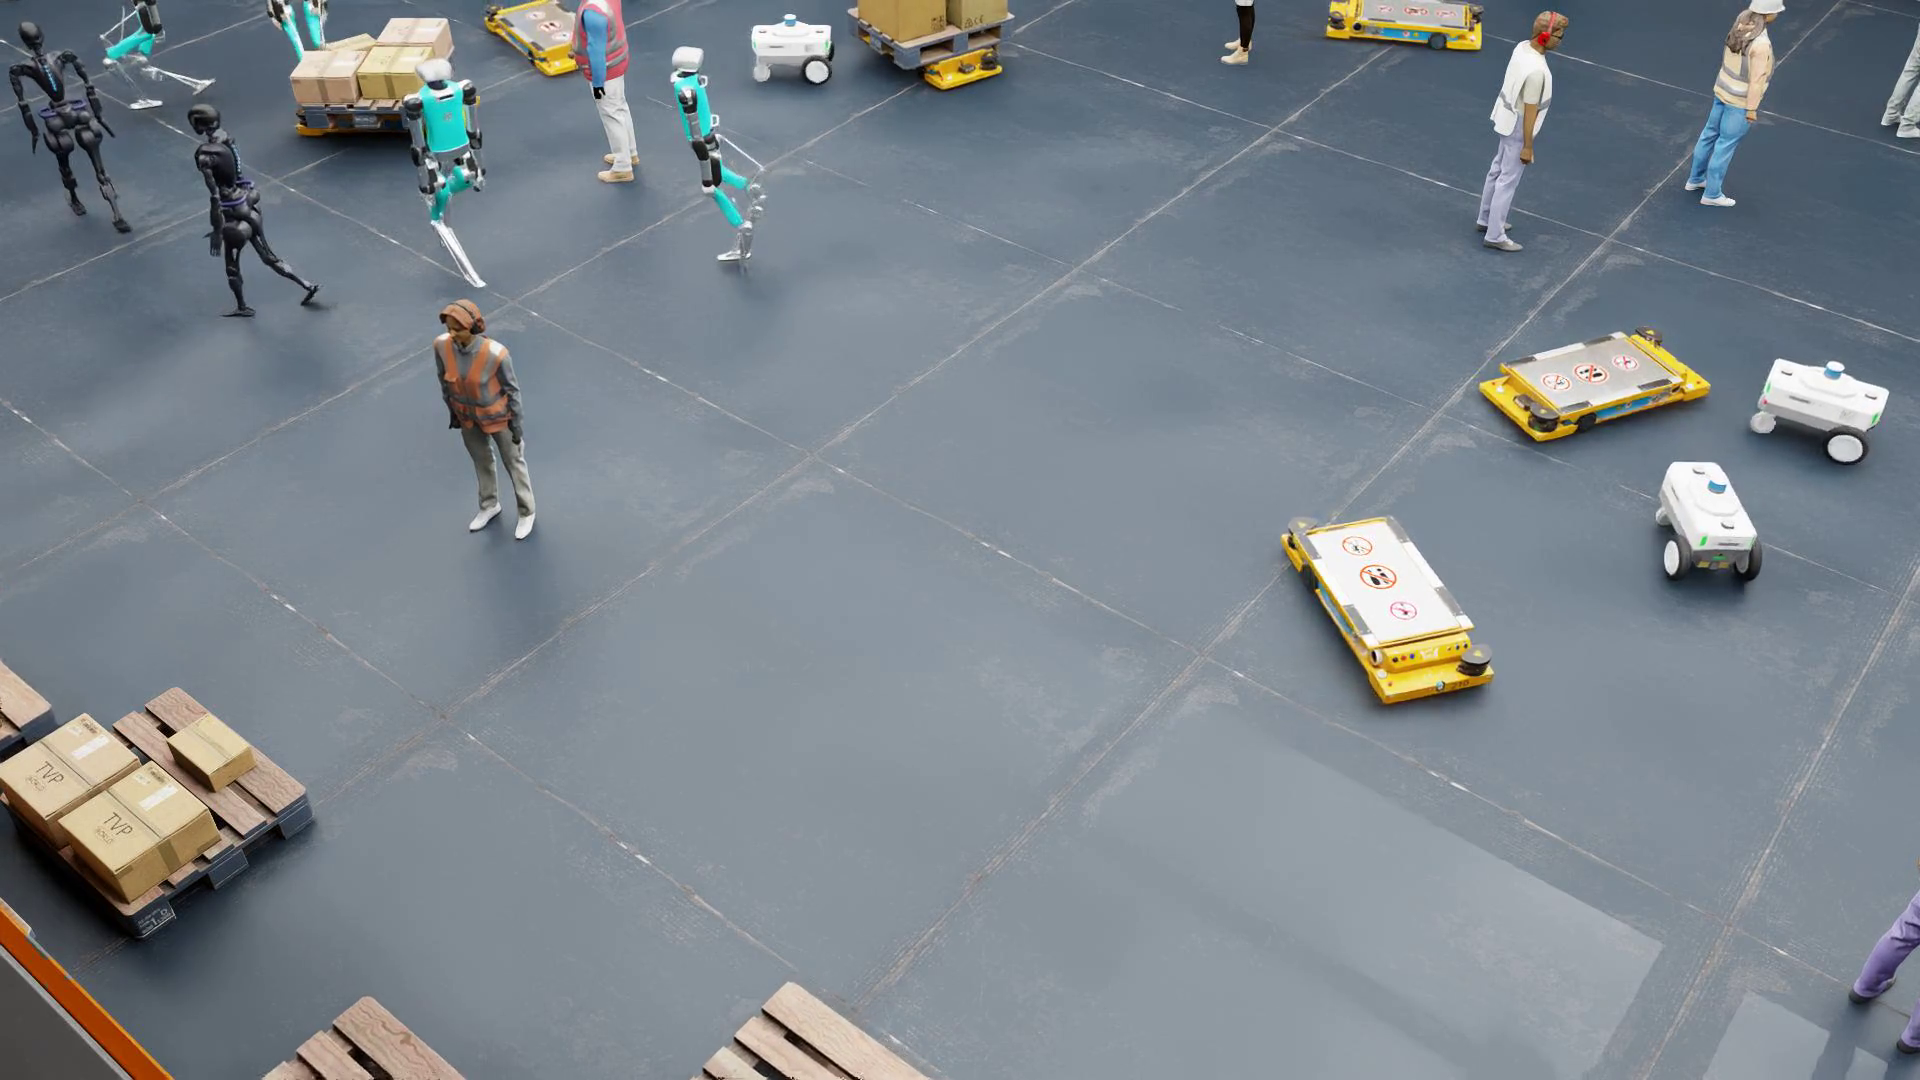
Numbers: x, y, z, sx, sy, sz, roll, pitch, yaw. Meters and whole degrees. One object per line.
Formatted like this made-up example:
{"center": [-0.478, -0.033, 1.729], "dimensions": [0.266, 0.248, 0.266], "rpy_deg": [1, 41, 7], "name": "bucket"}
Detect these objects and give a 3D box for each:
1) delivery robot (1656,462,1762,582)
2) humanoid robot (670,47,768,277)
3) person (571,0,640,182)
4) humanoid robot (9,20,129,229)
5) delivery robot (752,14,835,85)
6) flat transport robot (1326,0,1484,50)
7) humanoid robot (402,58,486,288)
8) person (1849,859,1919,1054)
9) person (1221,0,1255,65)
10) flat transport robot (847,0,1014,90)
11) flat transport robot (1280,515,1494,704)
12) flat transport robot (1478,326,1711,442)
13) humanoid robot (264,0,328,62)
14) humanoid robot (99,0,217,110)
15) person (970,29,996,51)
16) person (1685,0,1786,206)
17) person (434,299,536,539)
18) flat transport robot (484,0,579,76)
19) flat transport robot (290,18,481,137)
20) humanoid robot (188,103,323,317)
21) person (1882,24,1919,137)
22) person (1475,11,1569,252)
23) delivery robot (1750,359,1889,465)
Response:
{"center": [4.490, -0.128, 9.995], "dimensions": [0.505, 0.578, 0.749], "rpy_deg": [0, 40, 0], "name": "delivery robot"}
{"center": [-1.676, -2.706, 12.219], "dimensions": [0.725, 1.897, 0.539], "rpy_deg": [-5, 41, -5], "name": "humanoid robot"}
{"center": [-2.860, -3.774, 13.316], "dimensions": [0.431, 1.835, 0.628], "rpy_deg": [0, 40, 0], "name": "person"}
{"center": [-6.862, -3.194, 12.778], "dimensions": [0.593, 1.626, 0.751], "rpy_deg": [-25, 46, -26], "name": "humanoid robot"}
{"center": [-1.509, -4.468, 15.121], "dimensions": [0.808, 0.604, 0.499], "rpy_deg": [0, 40, 0], "name": "delivery robot"}
{"center": [4.257, -4.959, 15.912], "dimensions": [1.431, 0.231, 0.659], "rpy_deg": [9, 41, 10], "name": "flat transport robot"}
{"center": [-3.872, -2.791, 12.243], "dimensions": [0.547, 1.764, 0.945], "rpy_deg": [-28, 48, -29], "name": "humanoid robot"}
{"center": [4.315, 1.509, 7.098], "dimensions": [0.389, 1.836, 0.559], "rpy_deg": [-15, 43, -17], "name": "person"}
{"center": [2.585, -5.171, 15.065], "dimensions": [0.322, 1.691, 0.532], "rpy_deg": [9, 41, 11], "name": "person"}
{"center": [-0.284, -4.593, 15.482], "dimensions": [0.659, 0.231, 1.431], "rpy_deg": [-24, 46, -26], "name": "flat transport robot"}
{"center": [2.459, 0.346, 9.671], "dimensions": [0.659, 0.231, 1.431], "rpy_deg": [-10, 41, -12], "name": "flat transport robot"}
{"center": [4.333, -1.070, 11.337], "dimensions": [1.431, 0.231, 0.659], "rpy_deg": [-15, 43, -17], "name": "flat transport robot"}
{"center": [-5.590, -4.459, 14.221], "dimensions": [0.568, 1.808, 0.853], "rpy_deg": [-21, 45, -23], "name": "humanoid robot"}
{"center": [-7.047, -4.439, 14.169], "dimensions": [0.987, 1.739, 0.550], "rpy_deg": [-21, 45, -23], "name": "humanoid robot"}
{"center": [0.164, -5.237, 15.099], "dimensions": [0.344, 1.750, 0.529], "rpy_deg": [-22, 45, -24], "name": "person"}
{"center": [6.060, -3.464, 13.025], "dimensions": [0.366, 1.731, 0.488], "rpy_deg": [-6, 41, -7], "name": "person"}
{"center": [-2.806, -0.717, 9.860], "dimensions": [0.514, 1.641, 0.313], "rpy_deg": [12, 42, 14], "name": "person"}
{"center": [-3.895, -4.772, 15.691], "dimensions": [0.659, 0.231, 1.431], "rpy_deg": [-25, 46, -27], "name": "flat transport robot"}
{"center": [-4.974, -3.751, 14.491], "dimensions": [1.431, 0.231, 0.659], "rpy_deg": [0, 40, 0], "name": "flat transport robot"}
{"center": [-5.062, -2.308, 11.737], "dimensions": [0.740, 1.642, 0.600], "rpy_deg": [0, 40, 0], "name": "humanoid robot"}
{"center": [8.214, -4.206, 13.898], "dimensions": [0.321, 1.728, 0.488], "rpy_deg": [-10, 41, -12], "name": "person"}
{"center": [4.177, -3.067, 12.475], "dimensions": [0.390, 1.837, 0.562], "rpy_deg": [2, 40, 2], "name": "person"}
{"center": [5.670, -0.877, 10.903], "dimensions": [0.796, 0.612, 0.499], "rpy_deg": [22, 45, 24], "name": "delivery robot"}
